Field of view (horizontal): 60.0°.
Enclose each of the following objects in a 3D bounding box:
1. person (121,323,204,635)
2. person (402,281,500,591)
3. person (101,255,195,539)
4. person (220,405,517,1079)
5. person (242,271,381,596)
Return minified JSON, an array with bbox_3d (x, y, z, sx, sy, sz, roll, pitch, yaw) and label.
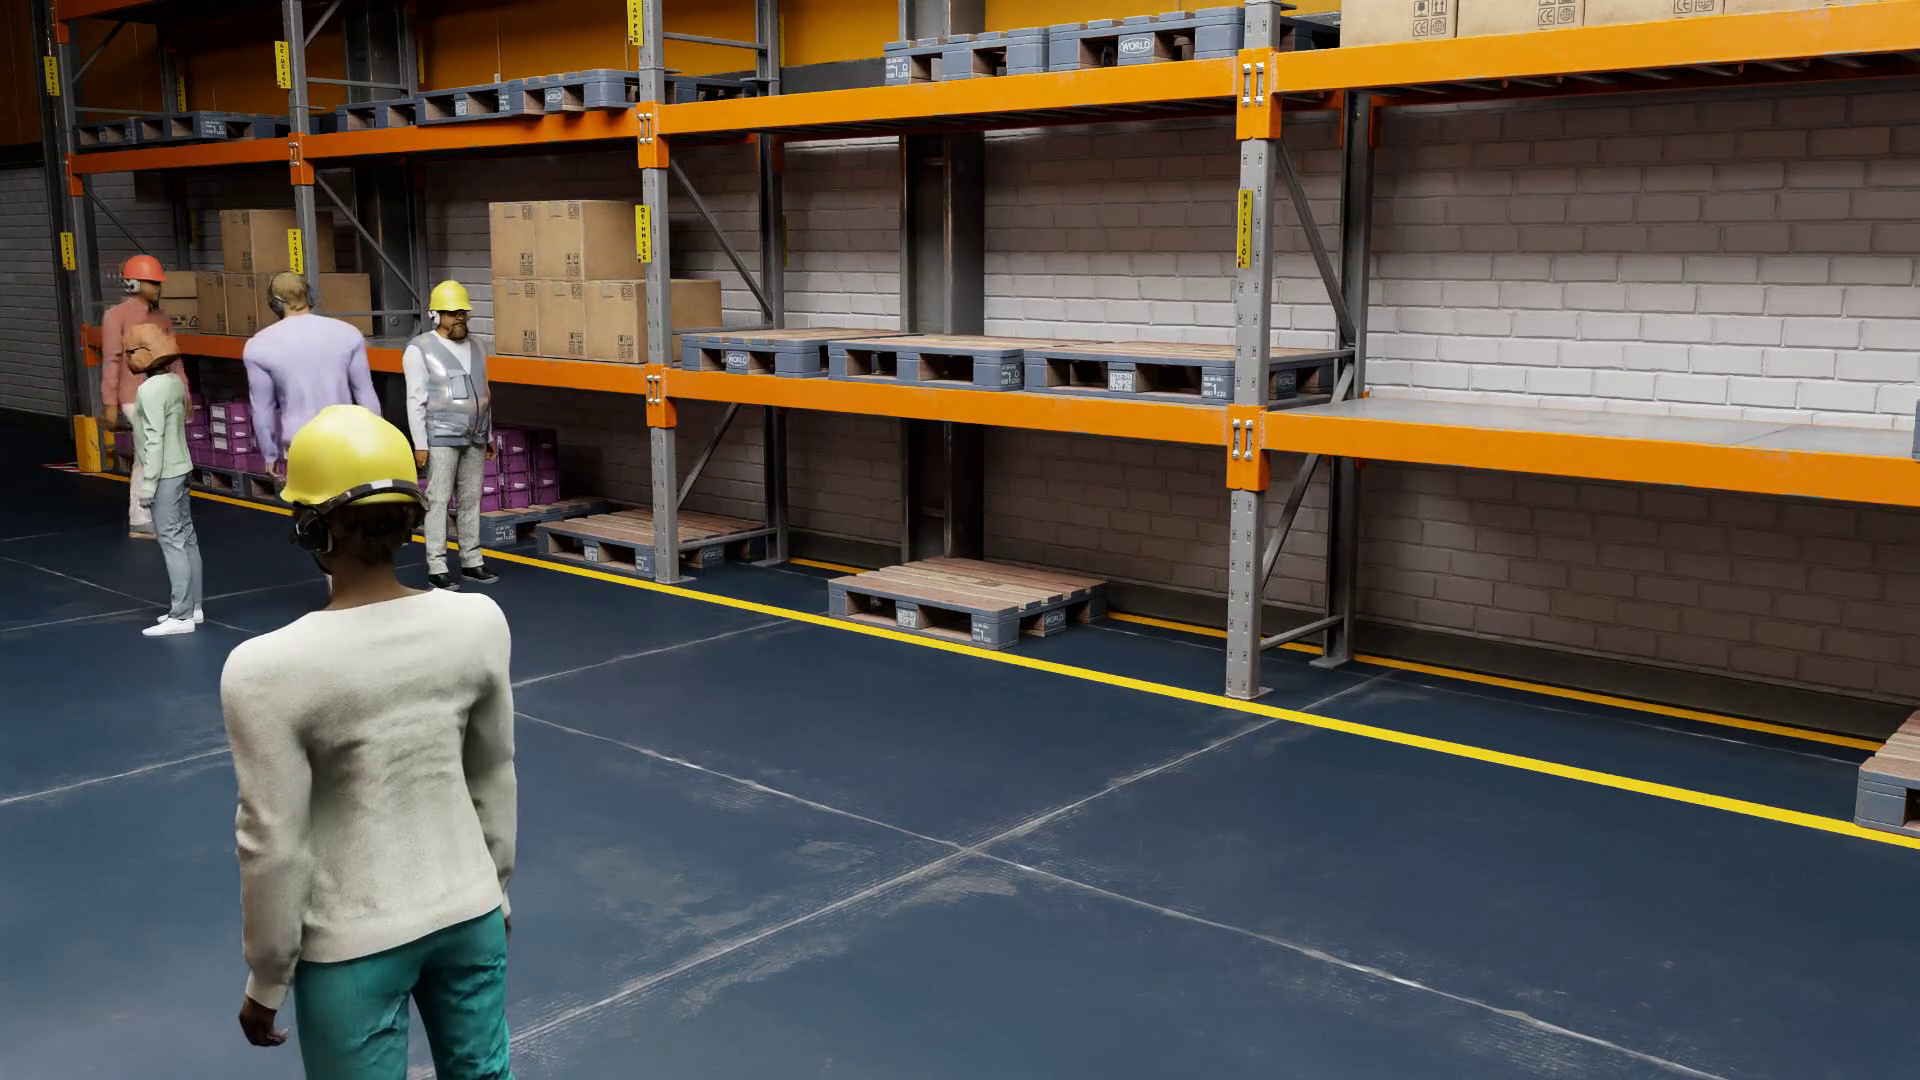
[{"bbox_3d":[-4.194,-0.318,8.750,0.279,1.633,0.499,-2,10,-9],"label":"person"},{"bbox_3d":[-2.996,-0.617,9.888,0.404,1.830,0.601,6,12,32],"label":"person"},{"bbox_3d":[-5.509,-0.966,11.461,0.737,1.967,0.660,1,10,8],"label":"person"},{"bbox_3d":[-0.978,0.656,2.826,0.329,1.769,0.526,8,13,38],"label":"person"},{"bbox_3d":[-3.486,-0.495,9.022,0.685,1.897,0.472,-6,12,-32],"label":"person"}]
